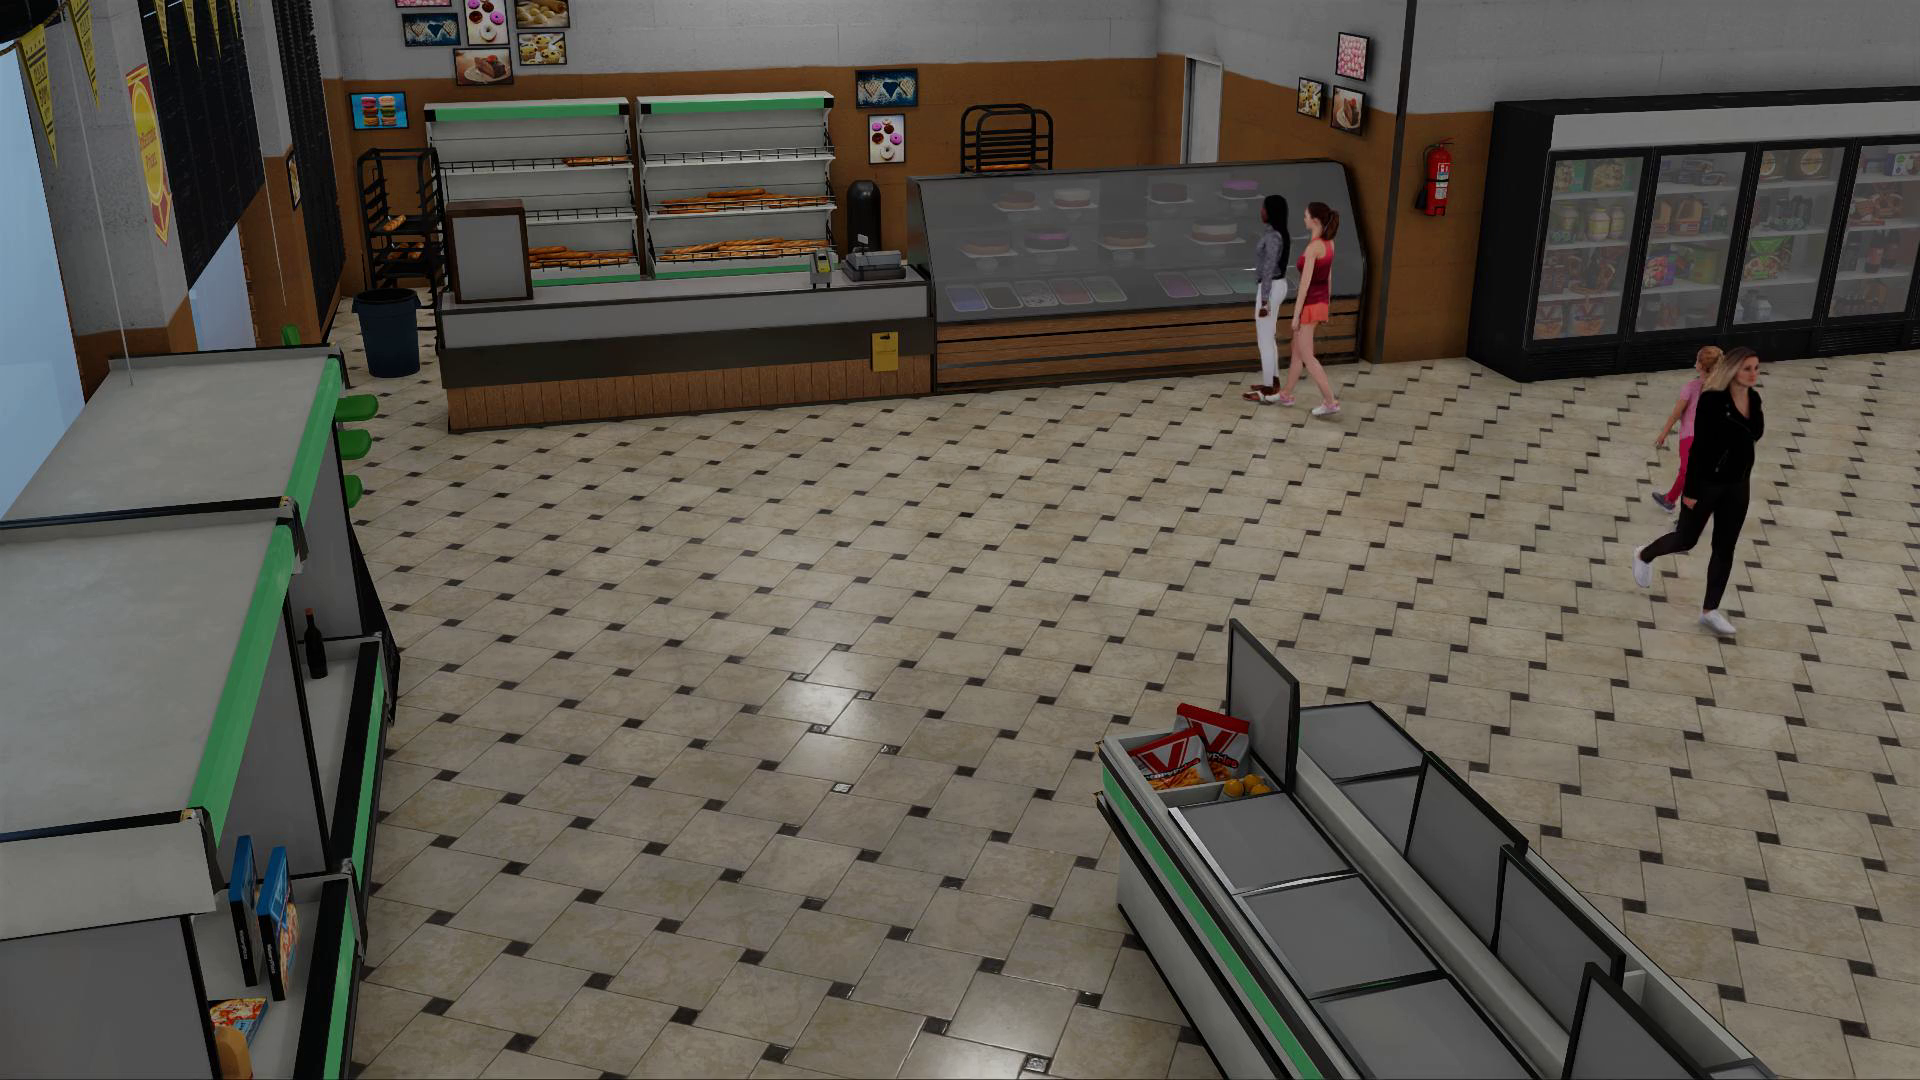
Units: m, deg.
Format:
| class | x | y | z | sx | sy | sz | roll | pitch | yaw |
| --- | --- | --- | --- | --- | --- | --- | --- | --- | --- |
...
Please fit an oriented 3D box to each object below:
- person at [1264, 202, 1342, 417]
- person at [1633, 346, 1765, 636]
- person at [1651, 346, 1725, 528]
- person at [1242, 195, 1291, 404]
| class | x | y | z | sx | sy | sz | roll | pitch | yaw |
| --- | --- | --- | --- | --- | --- | --- | --- | --- | --- |
| person | 2.884 | -1.834 | 13.416 | 1.051 | 1.727 | 0.922 | 16 | 27 | 34 |
| person | 4.355 | -0.328 | 9.747 | 0.650 | 1.668 | 1.042 | -7 | 23 | -17 |
| person | 4.964 | -0.656 | 11.127 | 0.519 | 1.247 | 0.822 | -8 | 23 | -18 |
| person | 2.599 | -2.019 | 13.882 | 0.732 | 1.723 | 0.632 | 6 | 23 | 16 |
